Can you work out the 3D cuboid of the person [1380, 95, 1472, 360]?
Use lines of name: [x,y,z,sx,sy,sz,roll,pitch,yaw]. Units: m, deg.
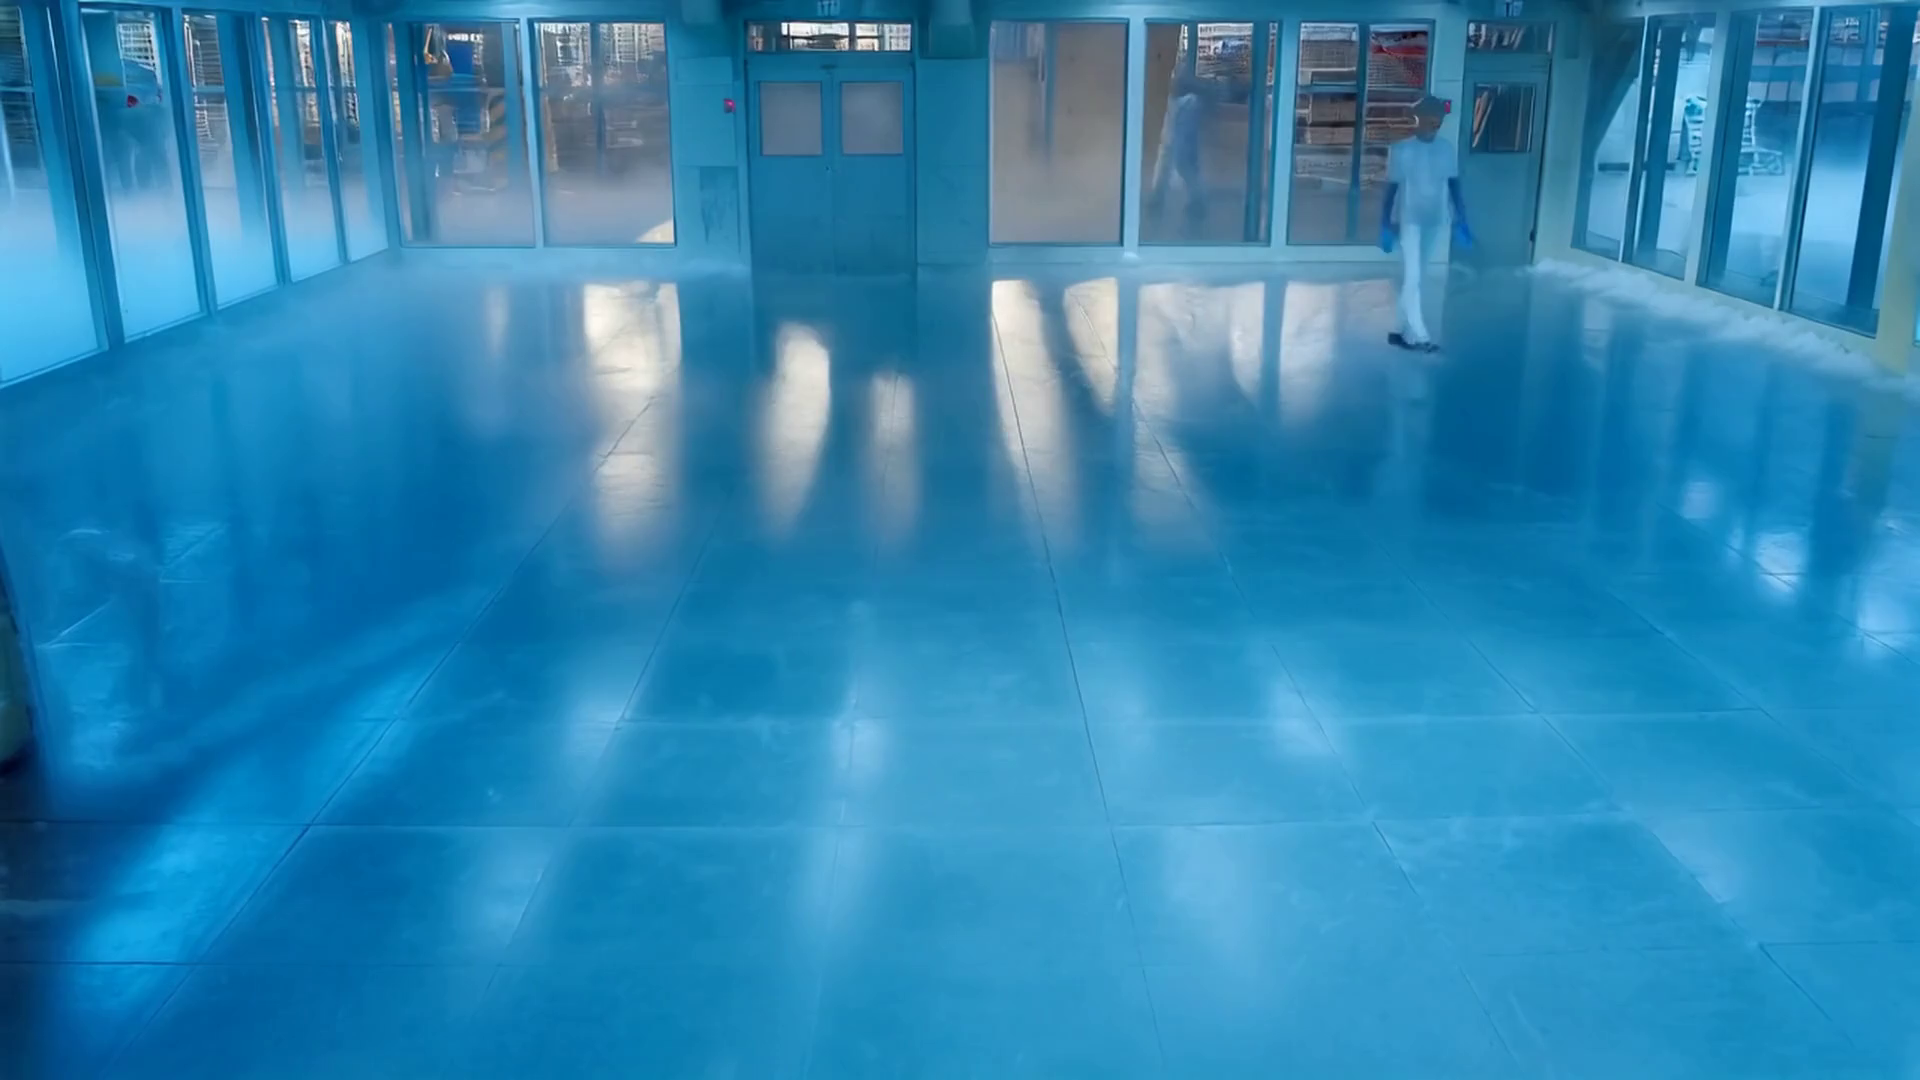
person: [3.304,-2.199,11.754,0.540,1.820,0.975,-4,17,-14]
